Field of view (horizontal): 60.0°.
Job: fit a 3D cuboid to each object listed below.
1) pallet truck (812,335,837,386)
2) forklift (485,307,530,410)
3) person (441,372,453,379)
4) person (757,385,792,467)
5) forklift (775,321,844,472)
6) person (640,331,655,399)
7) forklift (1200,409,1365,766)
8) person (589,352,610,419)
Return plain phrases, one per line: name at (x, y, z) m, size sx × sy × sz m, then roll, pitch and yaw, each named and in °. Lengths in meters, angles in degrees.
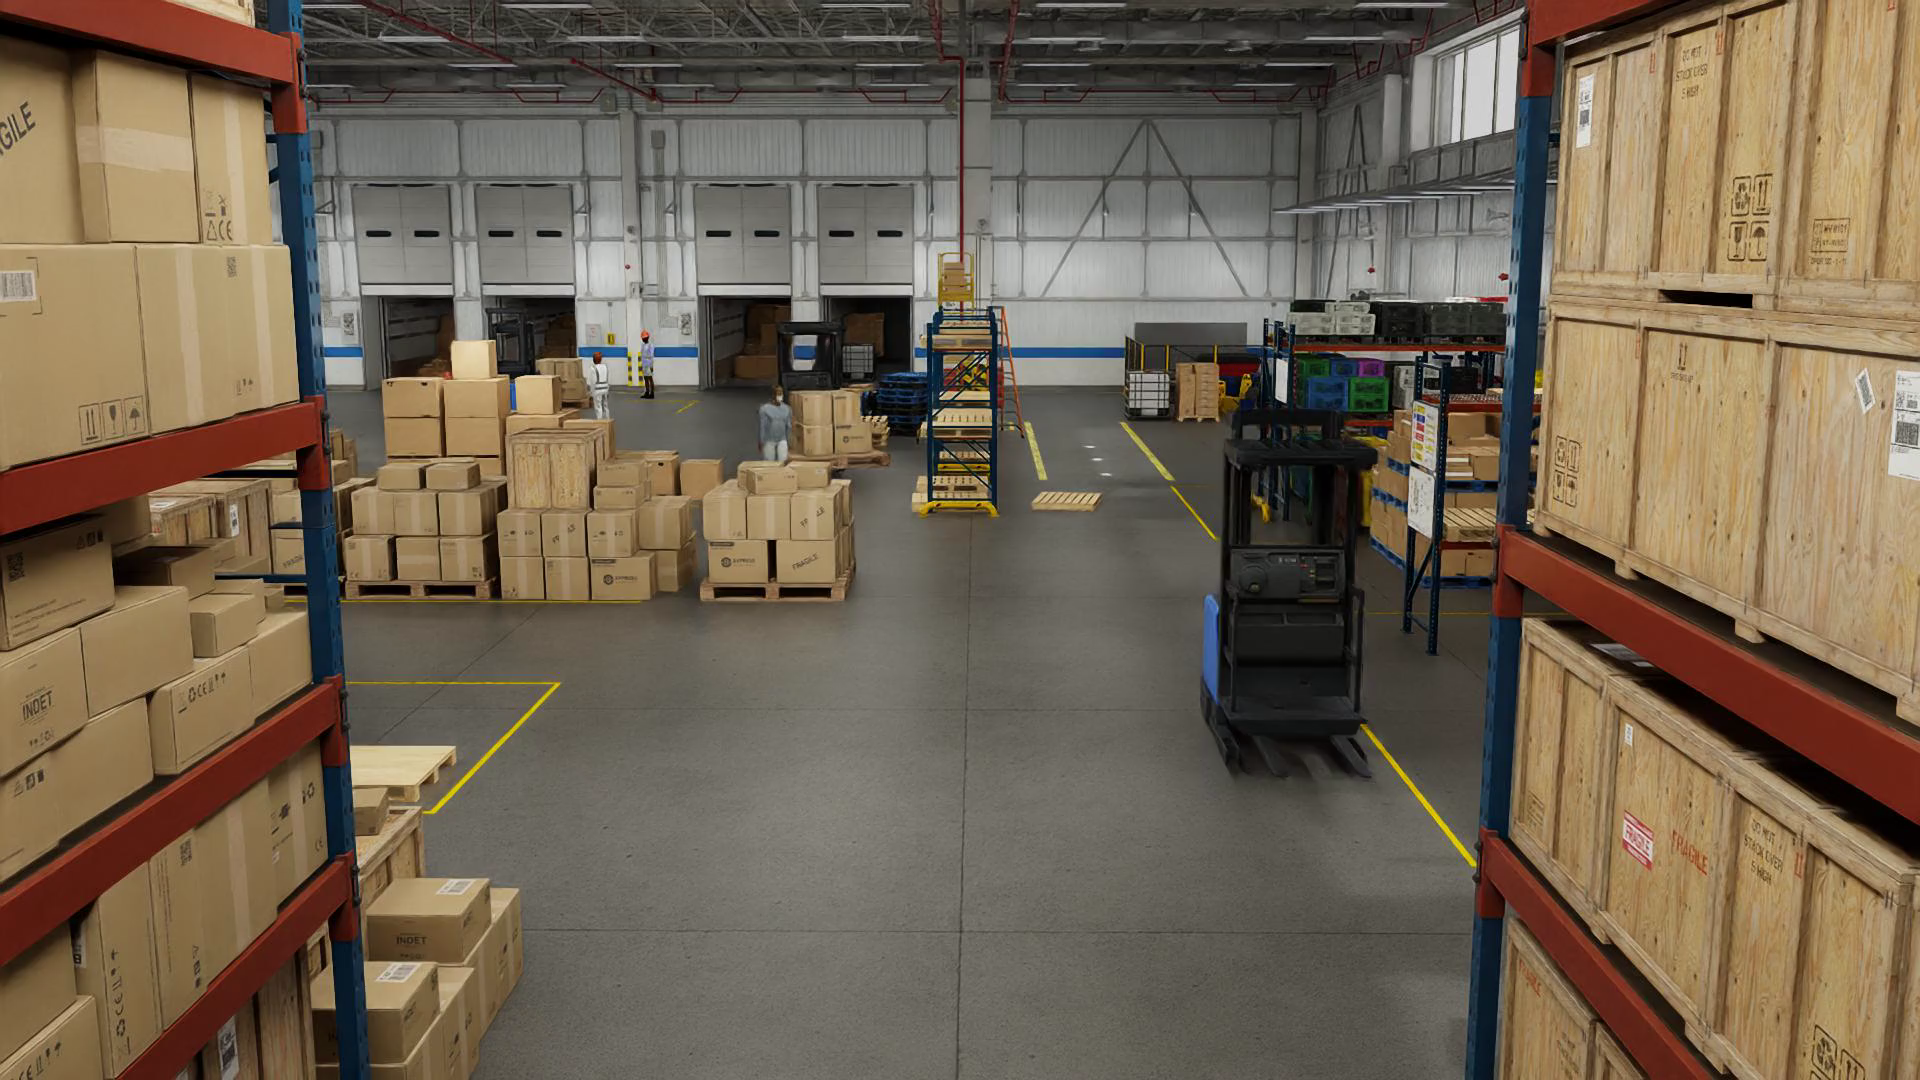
pallet truck at (-3.021, -4.312, 43.126) m, size 1.885 × 1.965 × 0.823 m, roll 3°, pitch 10°, yaw 17°
forklift at (-10.753, -4.150, 39.645) m, size 1.129 × 2.768 × 1.873 m, roll 0°, pitch 10°, yaw 1°
person at (-9.466, -2.163, 30.926) m, size 0.496 × 1.924 × 0.569 m, roll -2°, pitch 10°, yaw -10°
person at (-3.125, -1.650, 27.986) m, size 0.644 × 1.924 × 0.565 m, roll -6°, pitch 11°, yaw -30°
forklift at (-2.991, -2.754, 31.594) m, size 1.129 × 2.768 × 1.873 m, roll -3°, pitch 10°, yaw -18°
person at (-8.863, -4.953, 47.032) m, size 0.386 × 1.929 × 0.544 m, roll -10°, pitch 14°, yaw -44°
forklift at (2.690, 0.295, 14.000) m, size 1.129 × 2.768 × 1.873 m, roll 0°, pitch 10°, yaw 1°
person at (-8.190, -3.328, 37.777) m, size 0.355 × 1.883 × 0.572 m, roll 6°, pitch 12°, yaw 31°
